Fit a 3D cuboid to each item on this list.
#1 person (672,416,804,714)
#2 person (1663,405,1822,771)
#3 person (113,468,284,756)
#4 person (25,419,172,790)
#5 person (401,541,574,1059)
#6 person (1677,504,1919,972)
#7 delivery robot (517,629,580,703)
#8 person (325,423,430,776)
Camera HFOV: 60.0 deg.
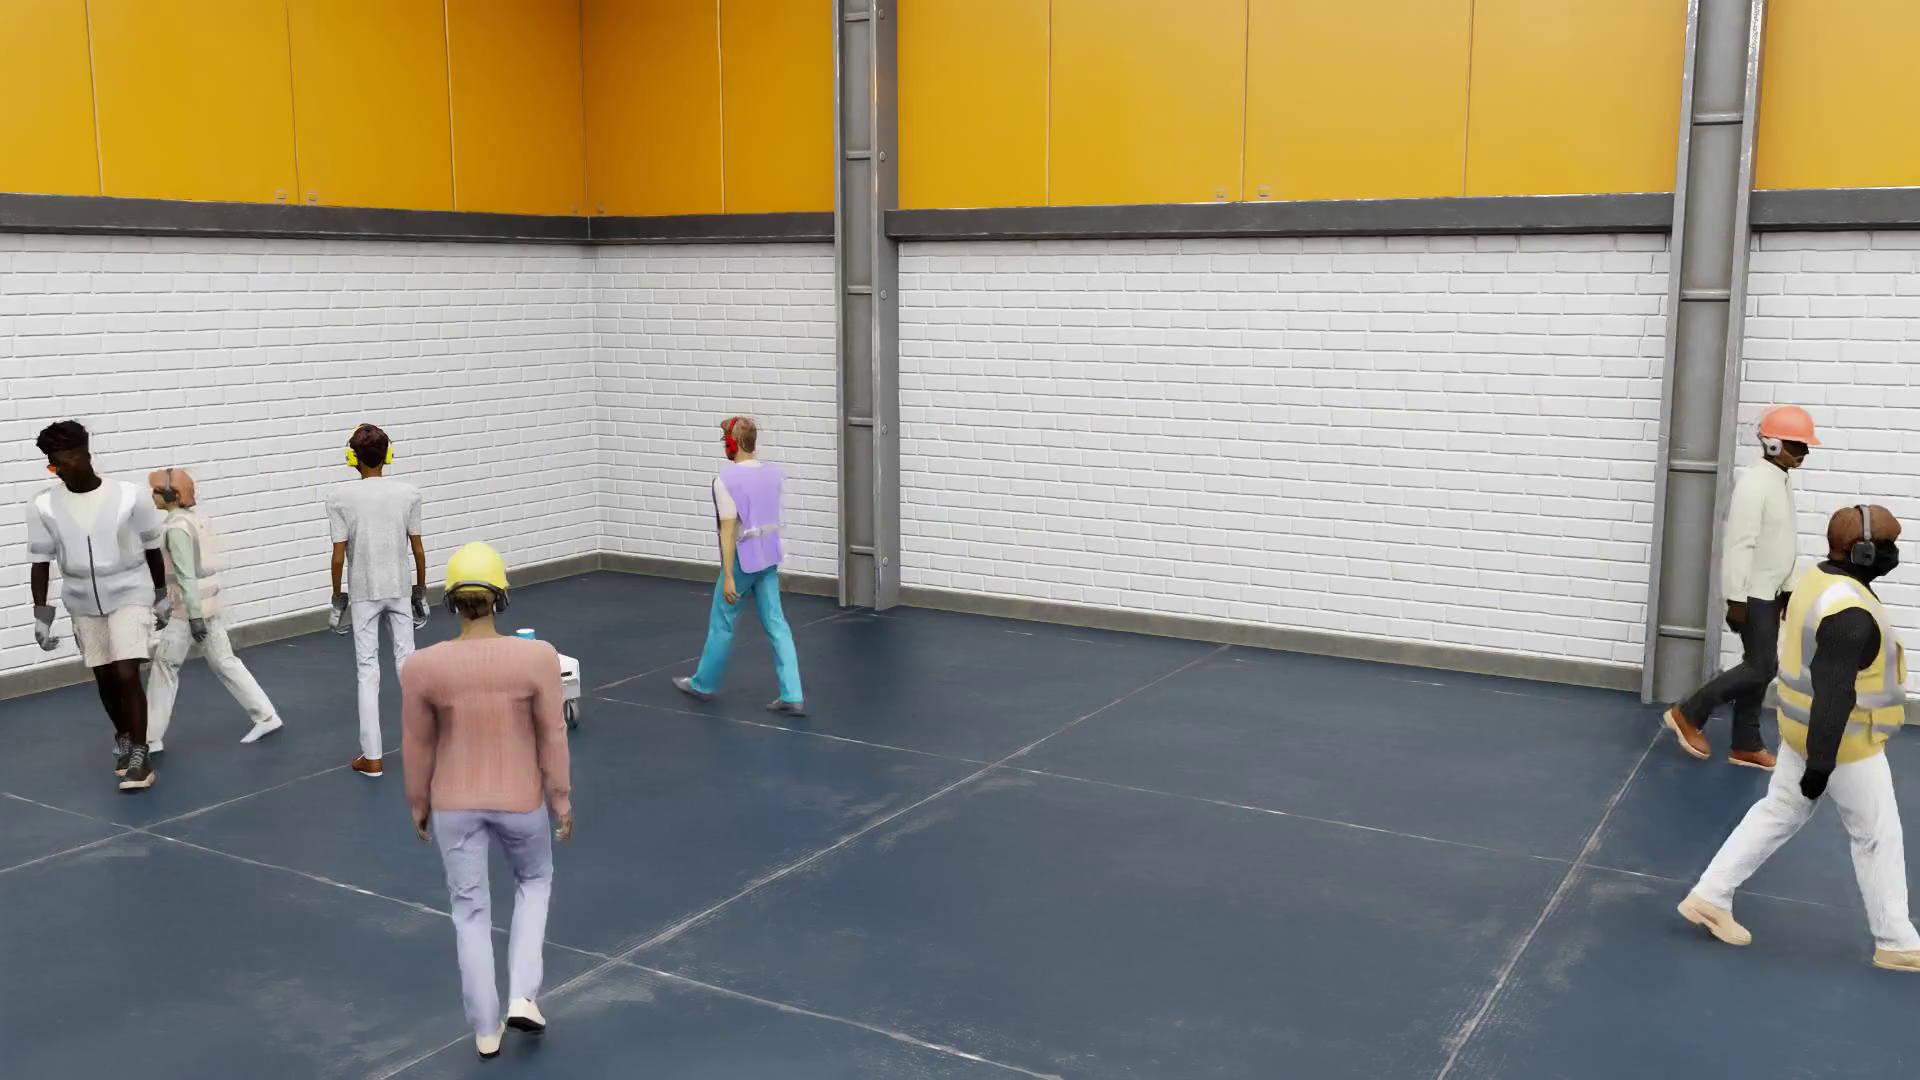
[{"bbox_3d":[-1.317,0.149,10.059,0.989,1.787,0.590,6,11,34],"label":"person"},{"bbox_3d":[4.200,0.260,8.834,0.569,1.970,0.613,7,12,38],"label":"person"},{"bbox_3d":[-4.229,0.384,9.217,0.860,1.594,0.527,-2,9,-13],"label":"person"},{"bbox_3d":[-4.430,0.331,8.554,0.605,1.910,0.767,-2,9,-11],"label":"person"},{"bbox_3d":[-1.591,0.875,5.629,0.553,1.750,0.372,-2,9,-10],"label":"person"},{"bbox_3d":[3.302,0.742,6.367,0.963,1.805,0.617,2,9,13],"label":"person"},{"bbox_3d":[-2.542,0.767,9.767,0.477,0.478,0.707,-9,13,-44],"label":"delivery robot"},{"bbox_3d":[-3.073,0.315,8.800,0.511,1.869,0.329,-6,11,-31],"label":"person"}]
